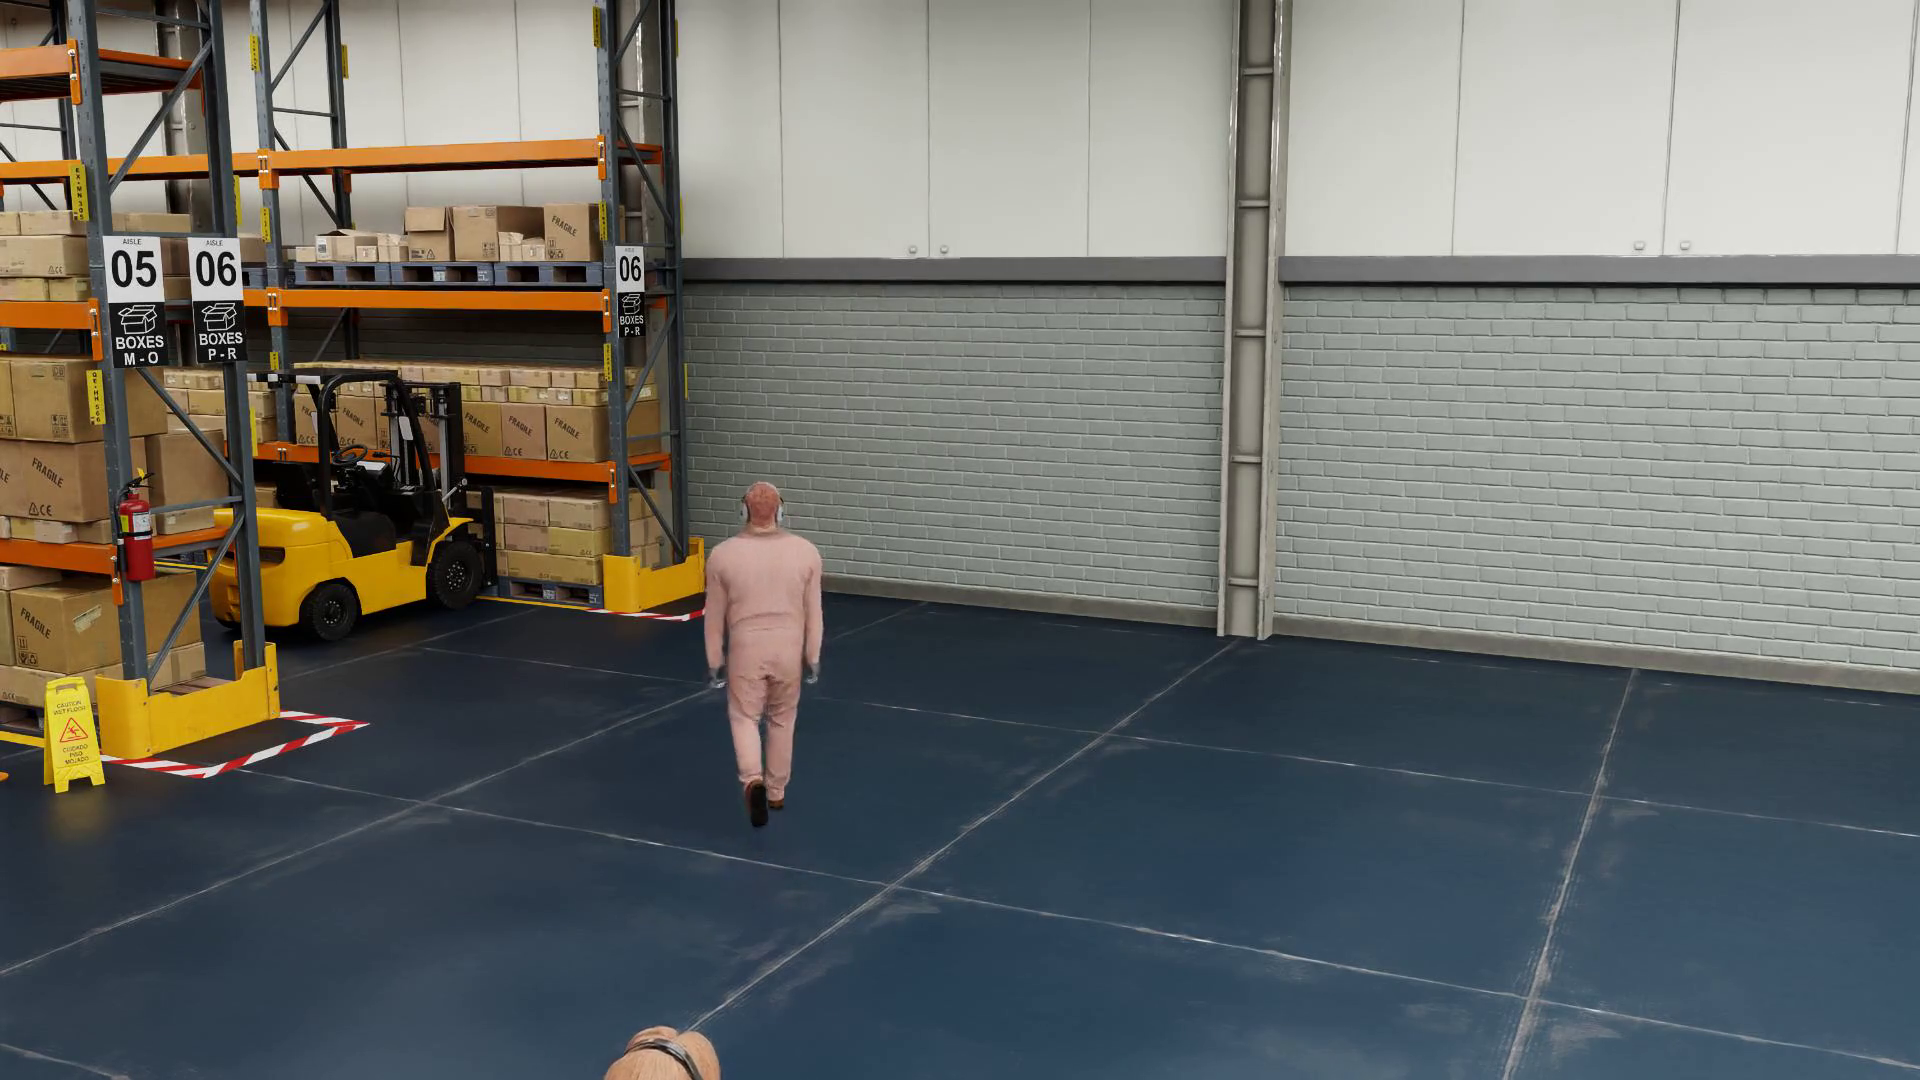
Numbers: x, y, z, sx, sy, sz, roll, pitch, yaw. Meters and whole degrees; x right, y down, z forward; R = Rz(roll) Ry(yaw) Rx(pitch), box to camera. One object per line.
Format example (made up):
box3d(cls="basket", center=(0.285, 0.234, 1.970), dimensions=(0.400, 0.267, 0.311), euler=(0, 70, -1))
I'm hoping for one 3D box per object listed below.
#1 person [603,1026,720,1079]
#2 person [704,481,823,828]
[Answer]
box3d(cls="person", center=(-0.554, 1.717, 3.124), dimensions=(0.517, 1.639, 0.314), euler=(1, 9, 7))
box3d(cls="person", center=(-1.064, 0.622, 9.093), dimensions=(0.650, 1.886, 0.749), euler=(-2, 9, -12))
